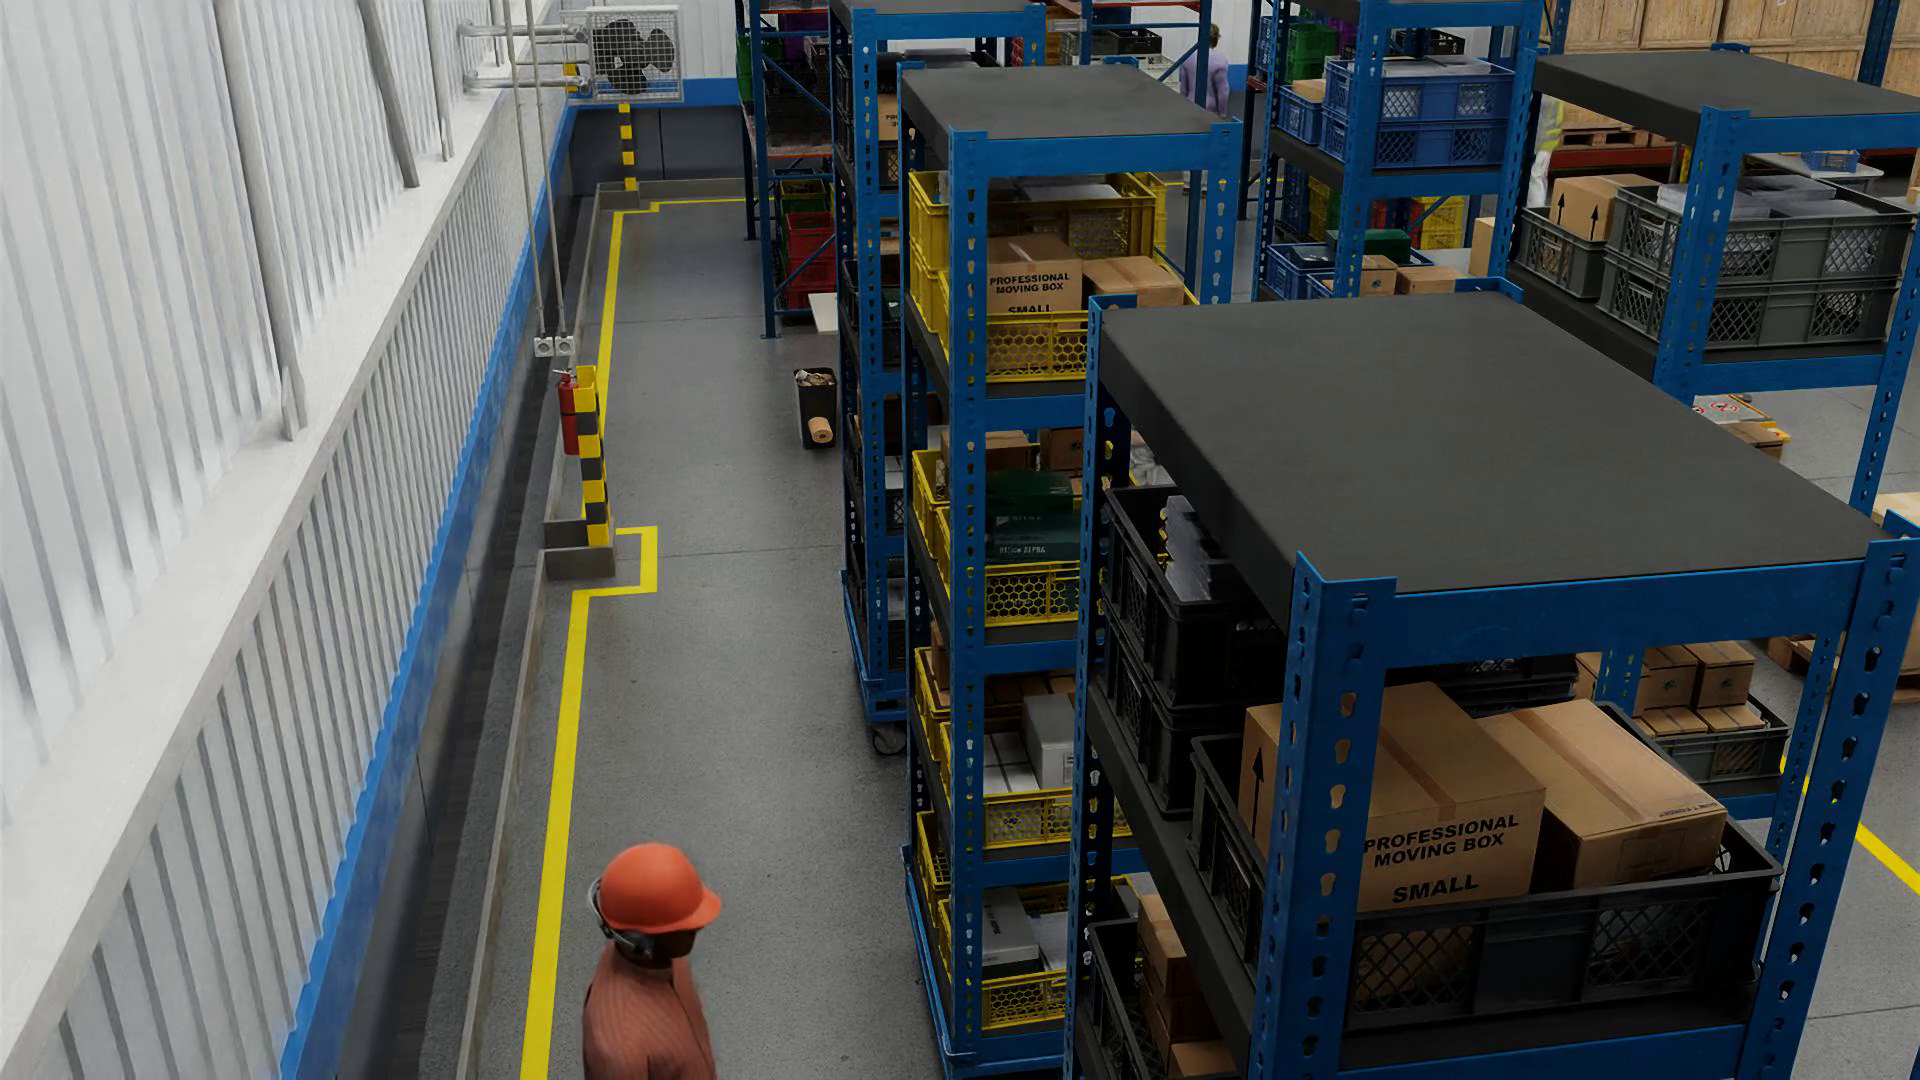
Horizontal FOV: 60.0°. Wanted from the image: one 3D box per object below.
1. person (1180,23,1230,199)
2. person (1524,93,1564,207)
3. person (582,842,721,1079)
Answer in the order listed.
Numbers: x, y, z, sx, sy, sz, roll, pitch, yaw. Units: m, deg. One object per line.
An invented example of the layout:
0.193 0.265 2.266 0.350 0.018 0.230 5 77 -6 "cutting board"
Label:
2.772 -4.860 18.850 0.636 1.939 0.364 22 33 39 "person"
6.009 -4.103 17.322 0.429 1.839 0.634 13 28 25 "person"
-0.814 1.677 4.590 0.403 1.989 0.618 0 25 -1 "person"
